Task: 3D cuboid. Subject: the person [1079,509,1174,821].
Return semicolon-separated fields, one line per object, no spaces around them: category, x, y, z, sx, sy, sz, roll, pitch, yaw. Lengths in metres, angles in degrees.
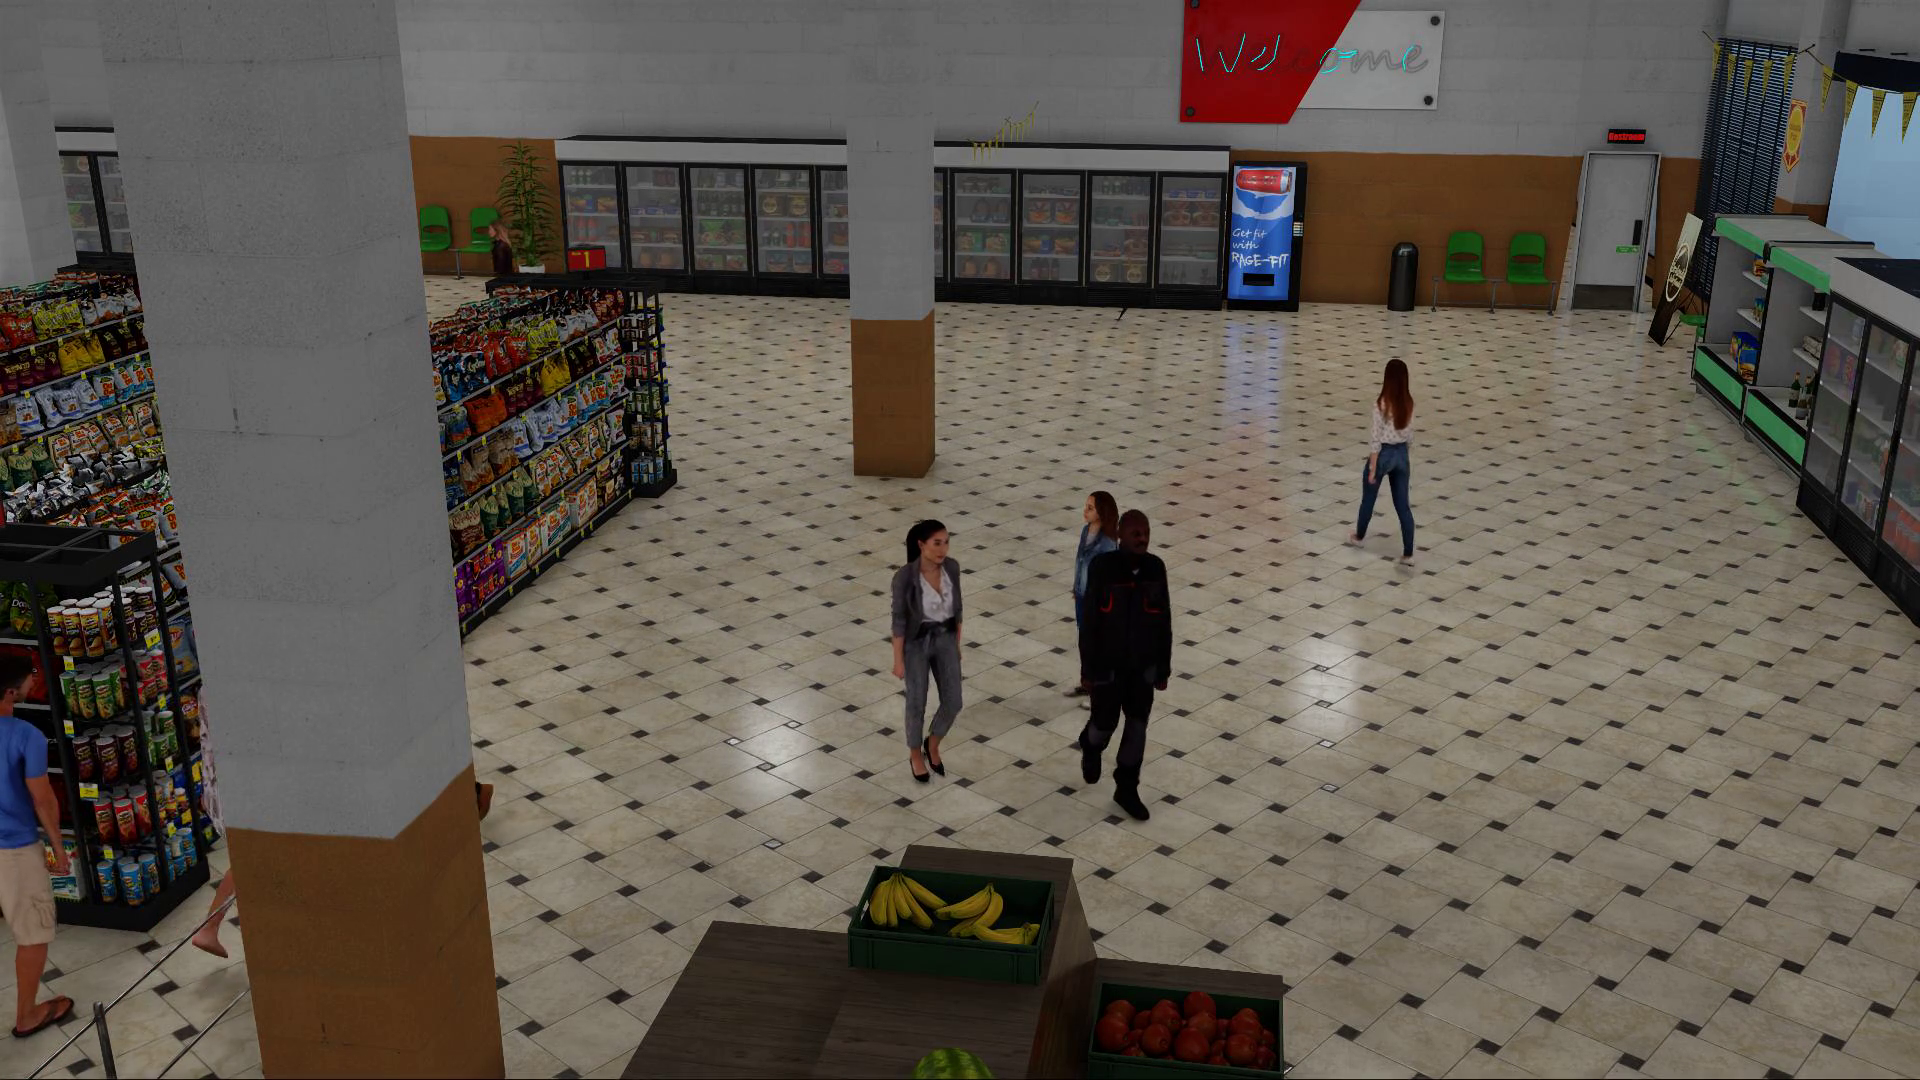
person;0.922;0.673;9.666;0.911;1.812;1.034;-5;19;-13

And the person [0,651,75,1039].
person;-4.336;1.413;7.450;0.867;1.824;0.901;-4;19;-11

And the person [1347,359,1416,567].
person;3.566;-0.592;13.617;0.943;1.683;1.223;-5;19;-15

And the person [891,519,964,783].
person;-0.226;0.648;9.975;0.750;1.660;0.786;-9;21;-24

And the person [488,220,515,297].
person;-5.818;-3.296;21.693;0.942;1.646;1.127;-3;19;-9

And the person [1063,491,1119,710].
person;0.902;0.381;11.054;0.700;1.477;0.611;-9;21;-25
